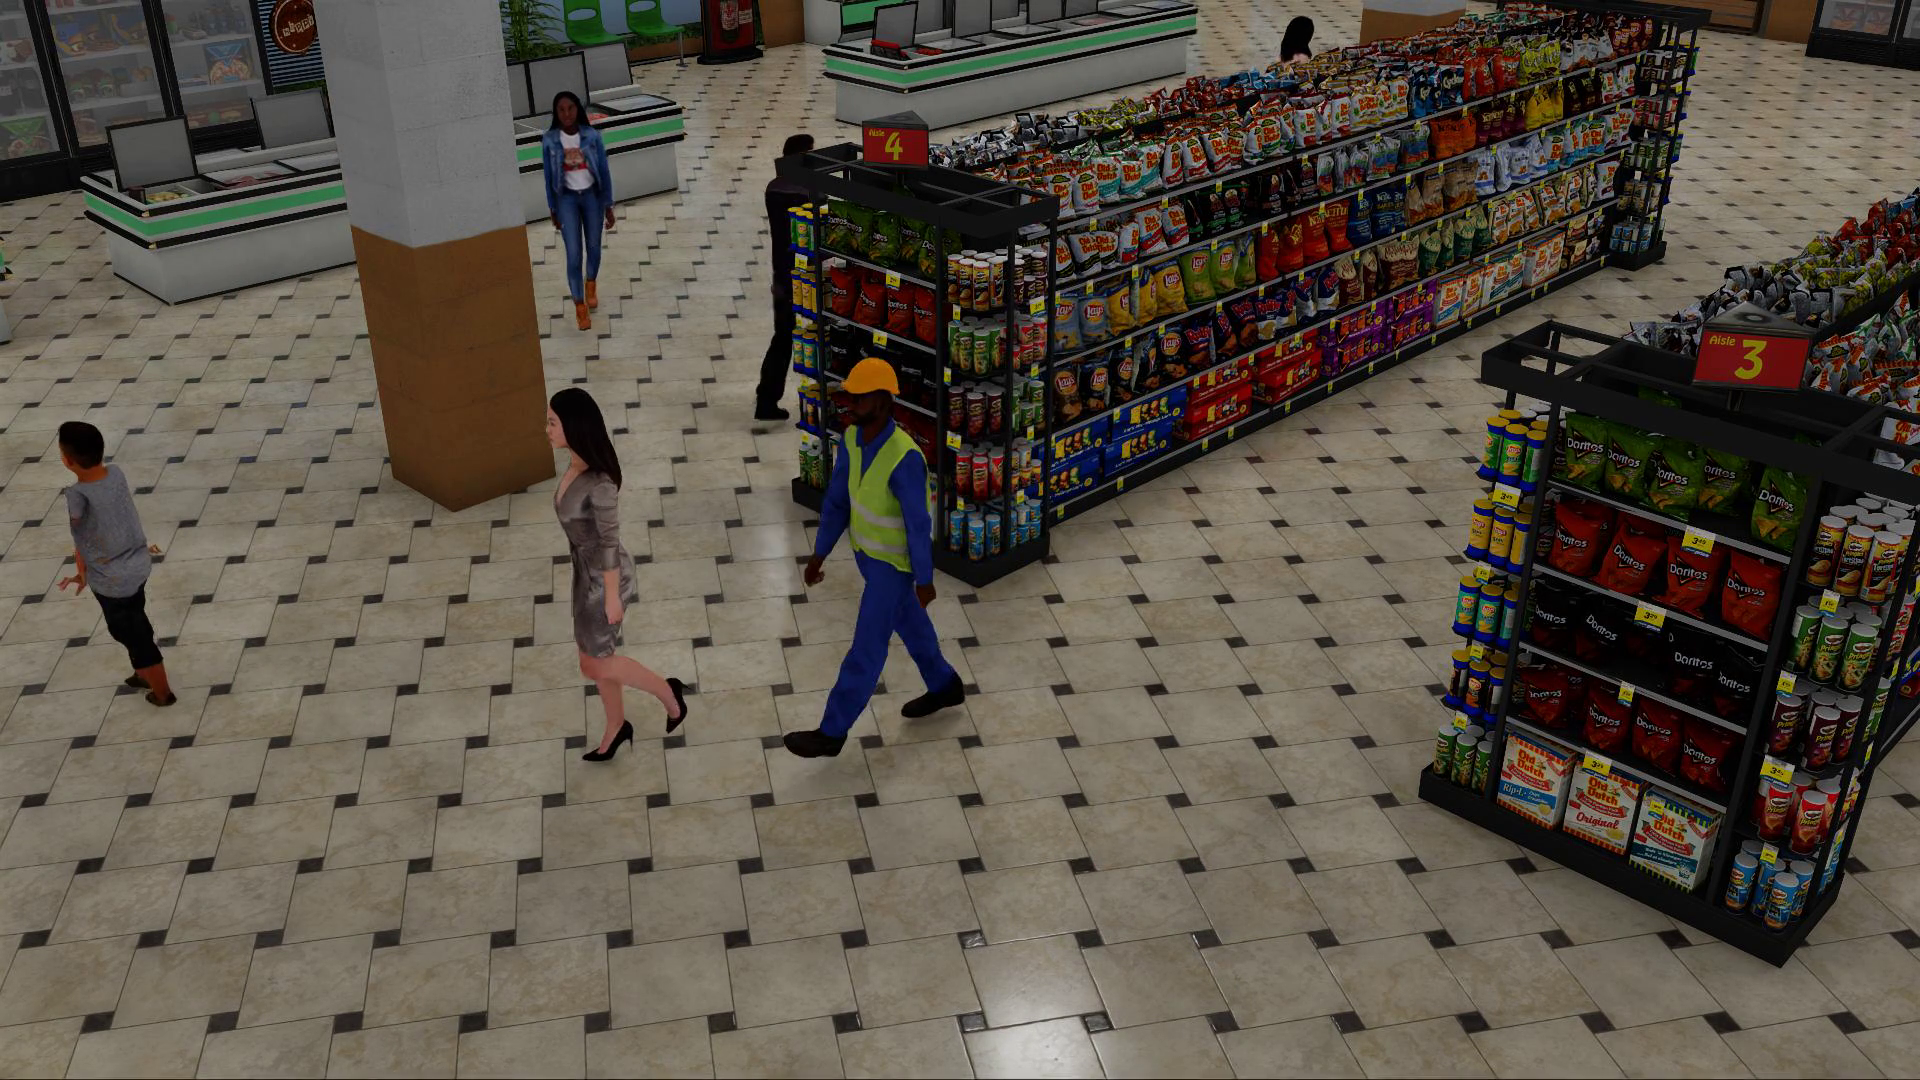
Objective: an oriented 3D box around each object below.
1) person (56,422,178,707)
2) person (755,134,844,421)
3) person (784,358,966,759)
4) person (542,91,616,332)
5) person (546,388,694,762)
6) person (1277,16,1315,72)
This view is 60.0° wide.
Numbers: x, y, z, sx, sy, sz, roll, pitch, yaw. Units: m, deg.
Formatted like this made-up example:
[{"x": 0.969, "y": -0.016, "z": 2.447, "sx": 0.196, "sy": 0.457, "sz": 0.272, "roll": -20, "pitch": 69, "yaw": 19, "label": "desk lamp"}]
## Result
[{"x": -3.730, "y": 0.099, "z": 7.450, "sx": 0.771, "sy": 1.446, "sz": 0.687, "roll": 10, "pitch": 29, "yaw": 19, "label": "person"}, {"x": -1.040, "y": -1.579, "z": 10.338, "sx": 0.833, "sy": 1.828, "sz": 1.125, "roll": 19, "pitch": 32, "yaw": 33, "label": "person"}, {"x": -0.244, "y": 0.065, "z": 7.168, "sx": 1.250, "sy": 1.764, "sz": 0.853, "roll": -16, "pitch": 31, "yaw": -28, "label": "person"}, {"x": -2.774, "y": -2.429, "z": 12.196, "sx": 1.190, "sy": 1.662, "sz": 1.050, "roll": -8, "pitch": 28, "yaw": -15, "label": "person"}, {"x": -1.428, "y": 0.176, "z": 6.980, "sx": 0.830, "sy": 1.735, "sz": 0.734, "roll": -13, "pitch": 30, "yaw": -24, "label": "person"}, {"x": 2.784, "y": -3.634, "z": 14.501, "sx": 1.185, "sy": 1.727, "sz": 0.973, "roll": -9, "pitch": 28, "yaw": -17, "label": "person"}]
